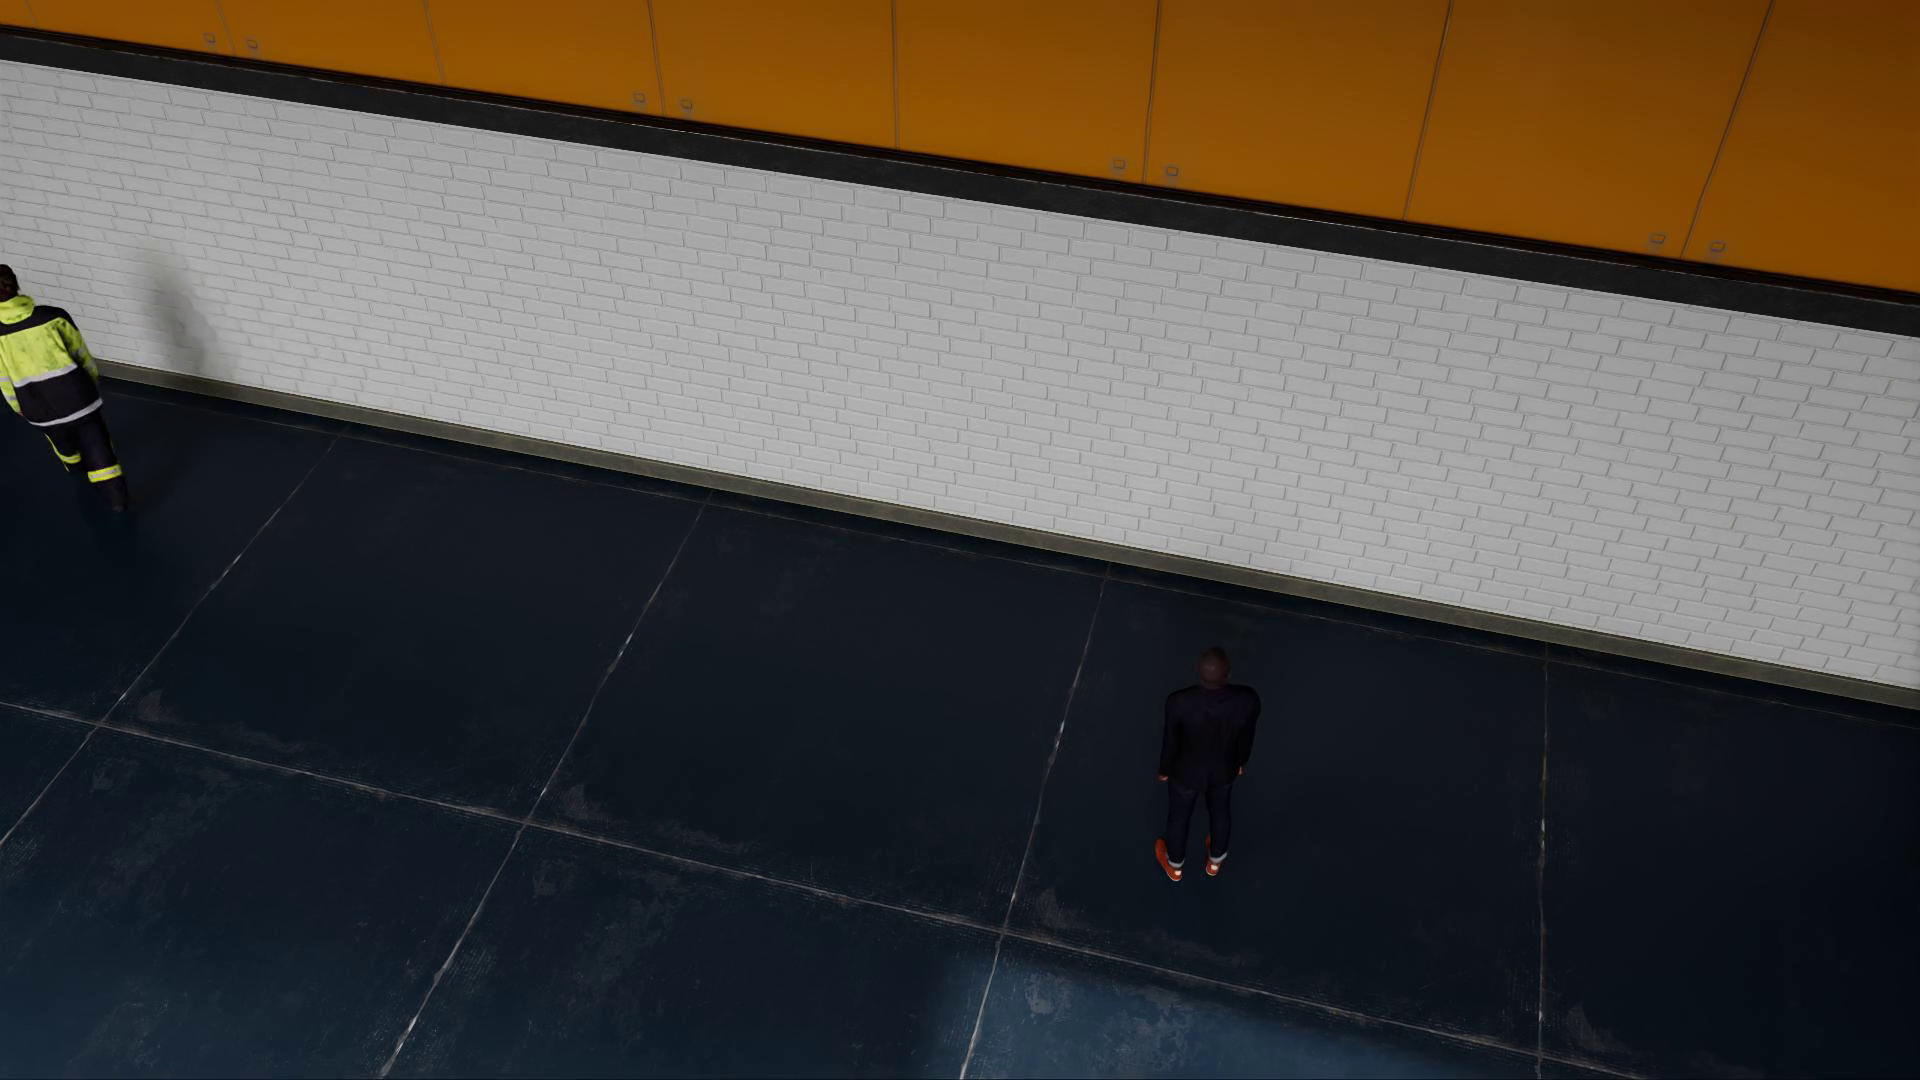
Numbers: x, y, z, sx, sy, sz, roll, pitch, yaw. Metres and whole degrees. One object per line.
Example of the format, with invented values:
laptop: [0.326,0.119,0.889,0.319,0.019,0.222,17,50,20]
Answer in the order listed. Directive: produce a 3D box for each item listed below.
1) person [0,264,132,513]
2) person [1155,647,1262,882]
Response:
person: [-6.291,-1.003,11.600,1.255,1.939,1.309,-21,47,-21]
person: [1.362,1.270,9.303,0.767,1.818,0.738,-4,44,-5]
